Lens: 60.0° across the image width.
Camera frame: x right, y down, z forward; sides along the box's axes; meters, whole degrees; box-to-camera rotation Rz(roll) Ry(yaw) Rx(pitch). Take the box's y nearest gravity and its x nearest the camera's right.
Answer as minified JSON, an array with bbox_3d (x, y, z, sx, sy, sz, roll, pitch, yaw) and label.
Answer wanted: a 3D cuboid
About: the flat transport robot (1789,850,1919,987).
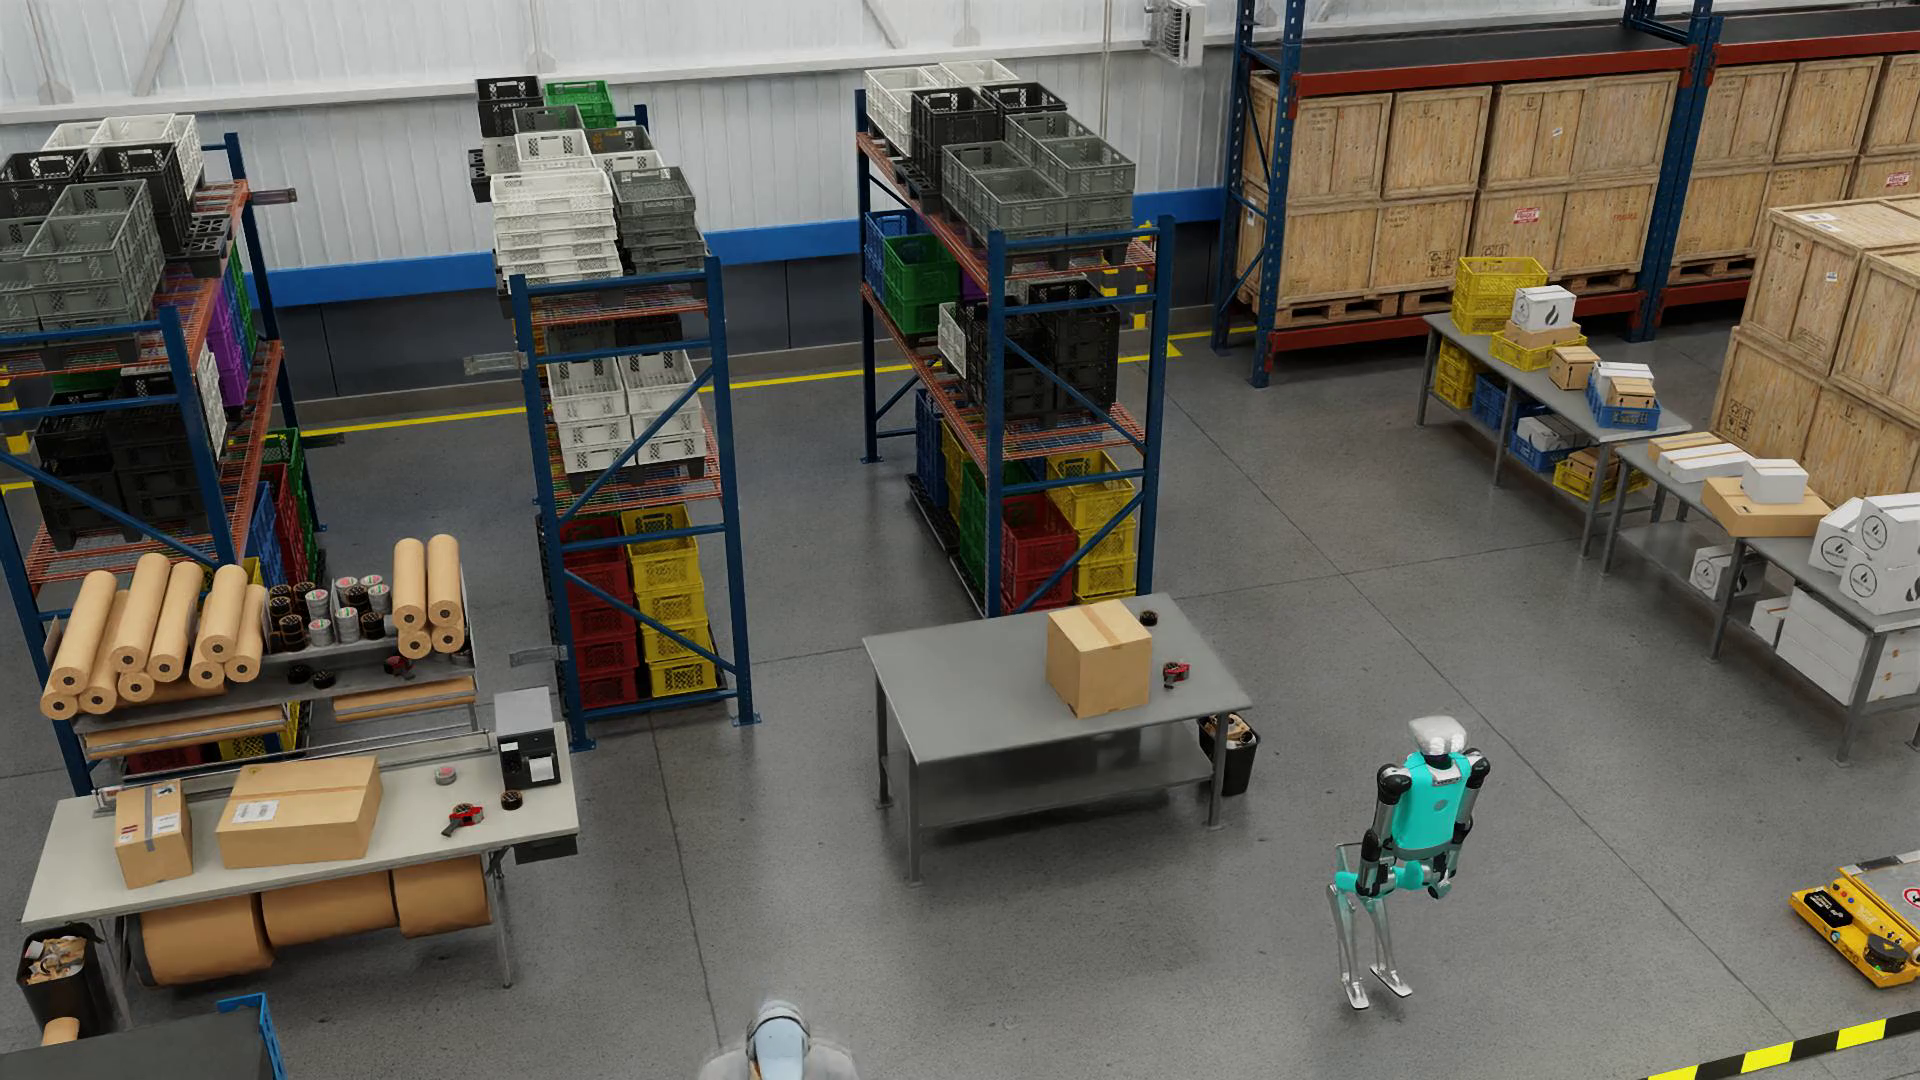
[{"bbox_3d":[5.163,1.916,8.676,1.431,0.231,0.659,-8,30,-14],"label":"flat transport robot"}]

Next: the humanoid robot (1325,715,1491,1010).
[{"bbox_3d":[2.029,1.438,7.880,0.533,1.677,0.735,-8,30,-15],"label":"humanoid robot"}]

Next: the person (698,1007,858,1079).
[{"bbox_3d":[-0.677,2.330,6.315,0.614,1.822,0.759,-3,29,-6],"label":"person"}]
